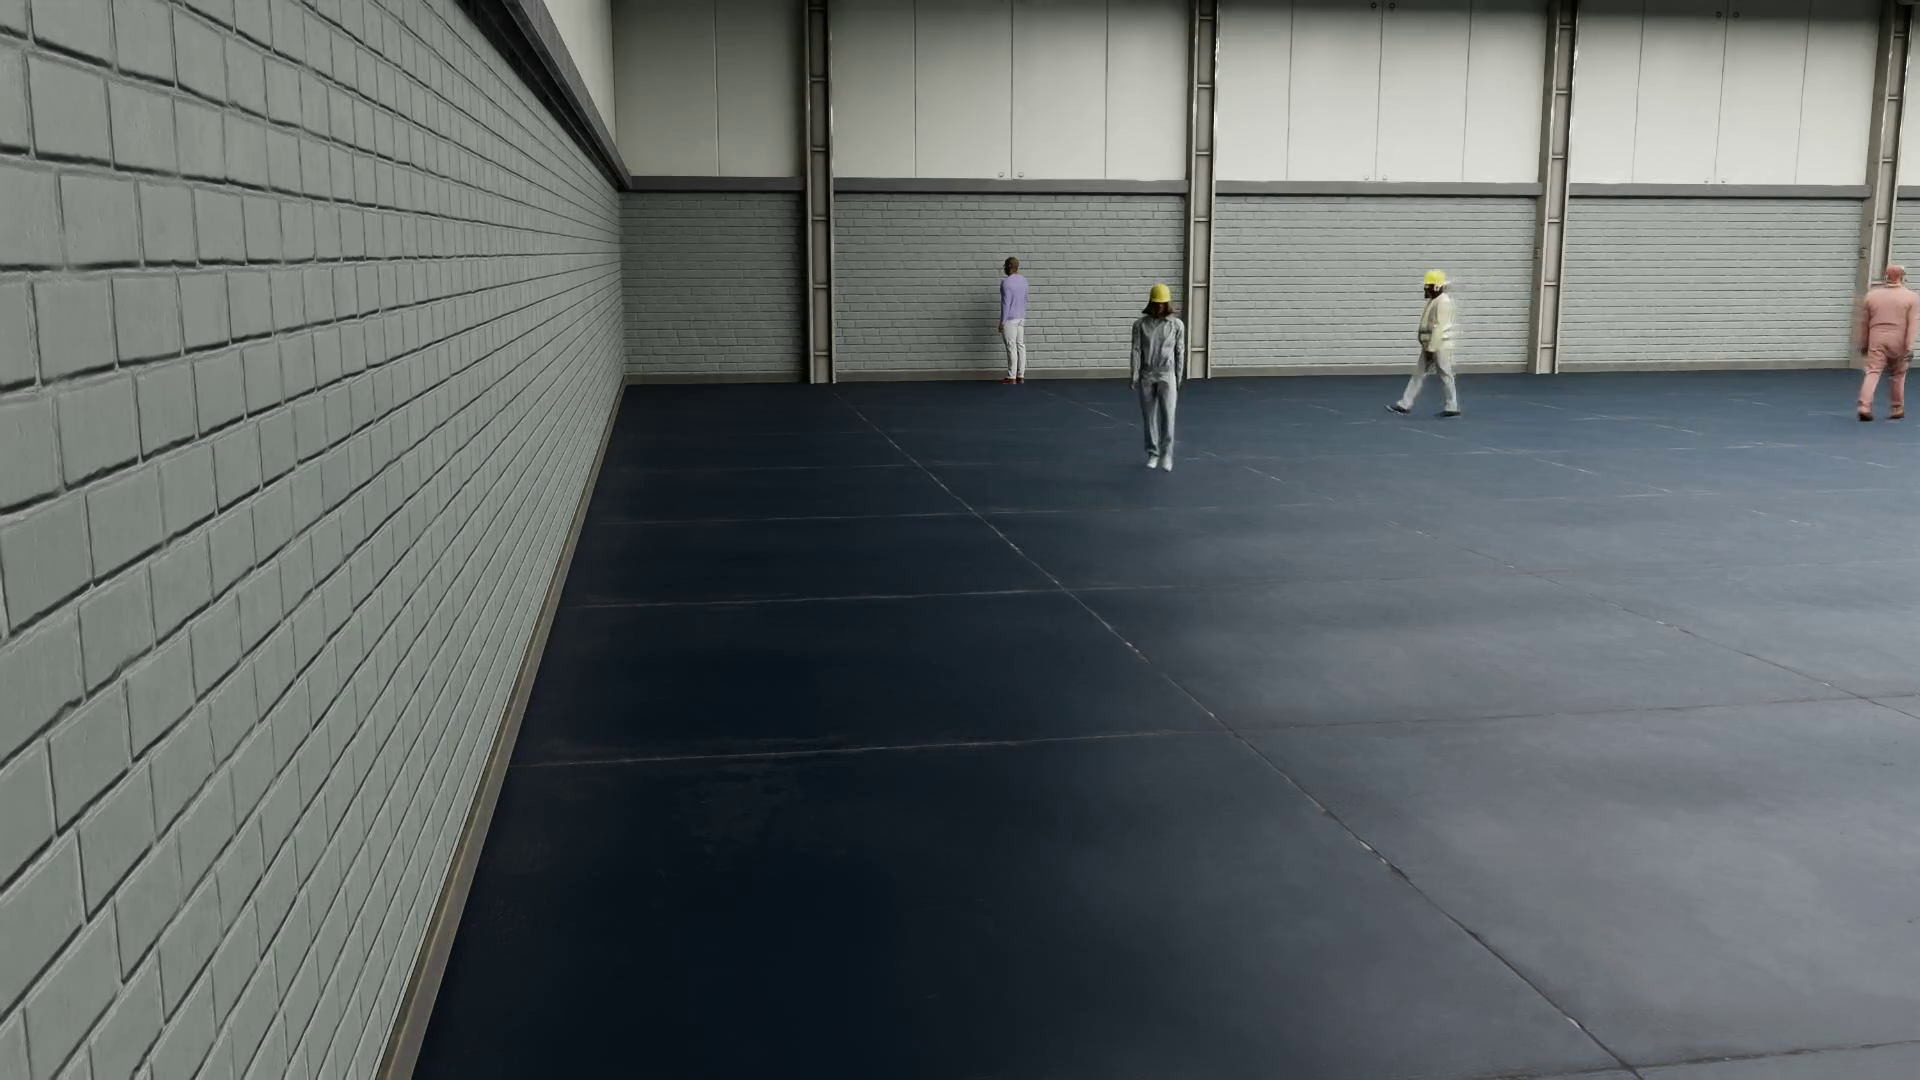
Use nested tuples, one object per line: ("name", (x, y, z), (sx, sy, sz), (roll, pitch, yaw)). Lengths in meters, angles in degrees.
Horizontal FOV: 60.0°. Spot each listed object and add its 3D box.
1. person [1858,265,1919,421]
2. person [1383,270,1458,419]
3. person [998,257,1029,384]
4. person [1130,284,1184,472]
("person", (11.104, -2.353, 19.920), (0.977, 1.865, 0.659), (-9, 13, -42))
("person", (5.612, -2.337, 20.011), (0.902, 1.785, 0.625), (0, 10, 1))
("person", (0.796, -3.339, 25.357), (0.372, 1.940, 0.627), (7, 12, 33))
("person", (1.808, -1.489, 15.348), (0.483, 1.713, 0.693), (2, 10, 12))
